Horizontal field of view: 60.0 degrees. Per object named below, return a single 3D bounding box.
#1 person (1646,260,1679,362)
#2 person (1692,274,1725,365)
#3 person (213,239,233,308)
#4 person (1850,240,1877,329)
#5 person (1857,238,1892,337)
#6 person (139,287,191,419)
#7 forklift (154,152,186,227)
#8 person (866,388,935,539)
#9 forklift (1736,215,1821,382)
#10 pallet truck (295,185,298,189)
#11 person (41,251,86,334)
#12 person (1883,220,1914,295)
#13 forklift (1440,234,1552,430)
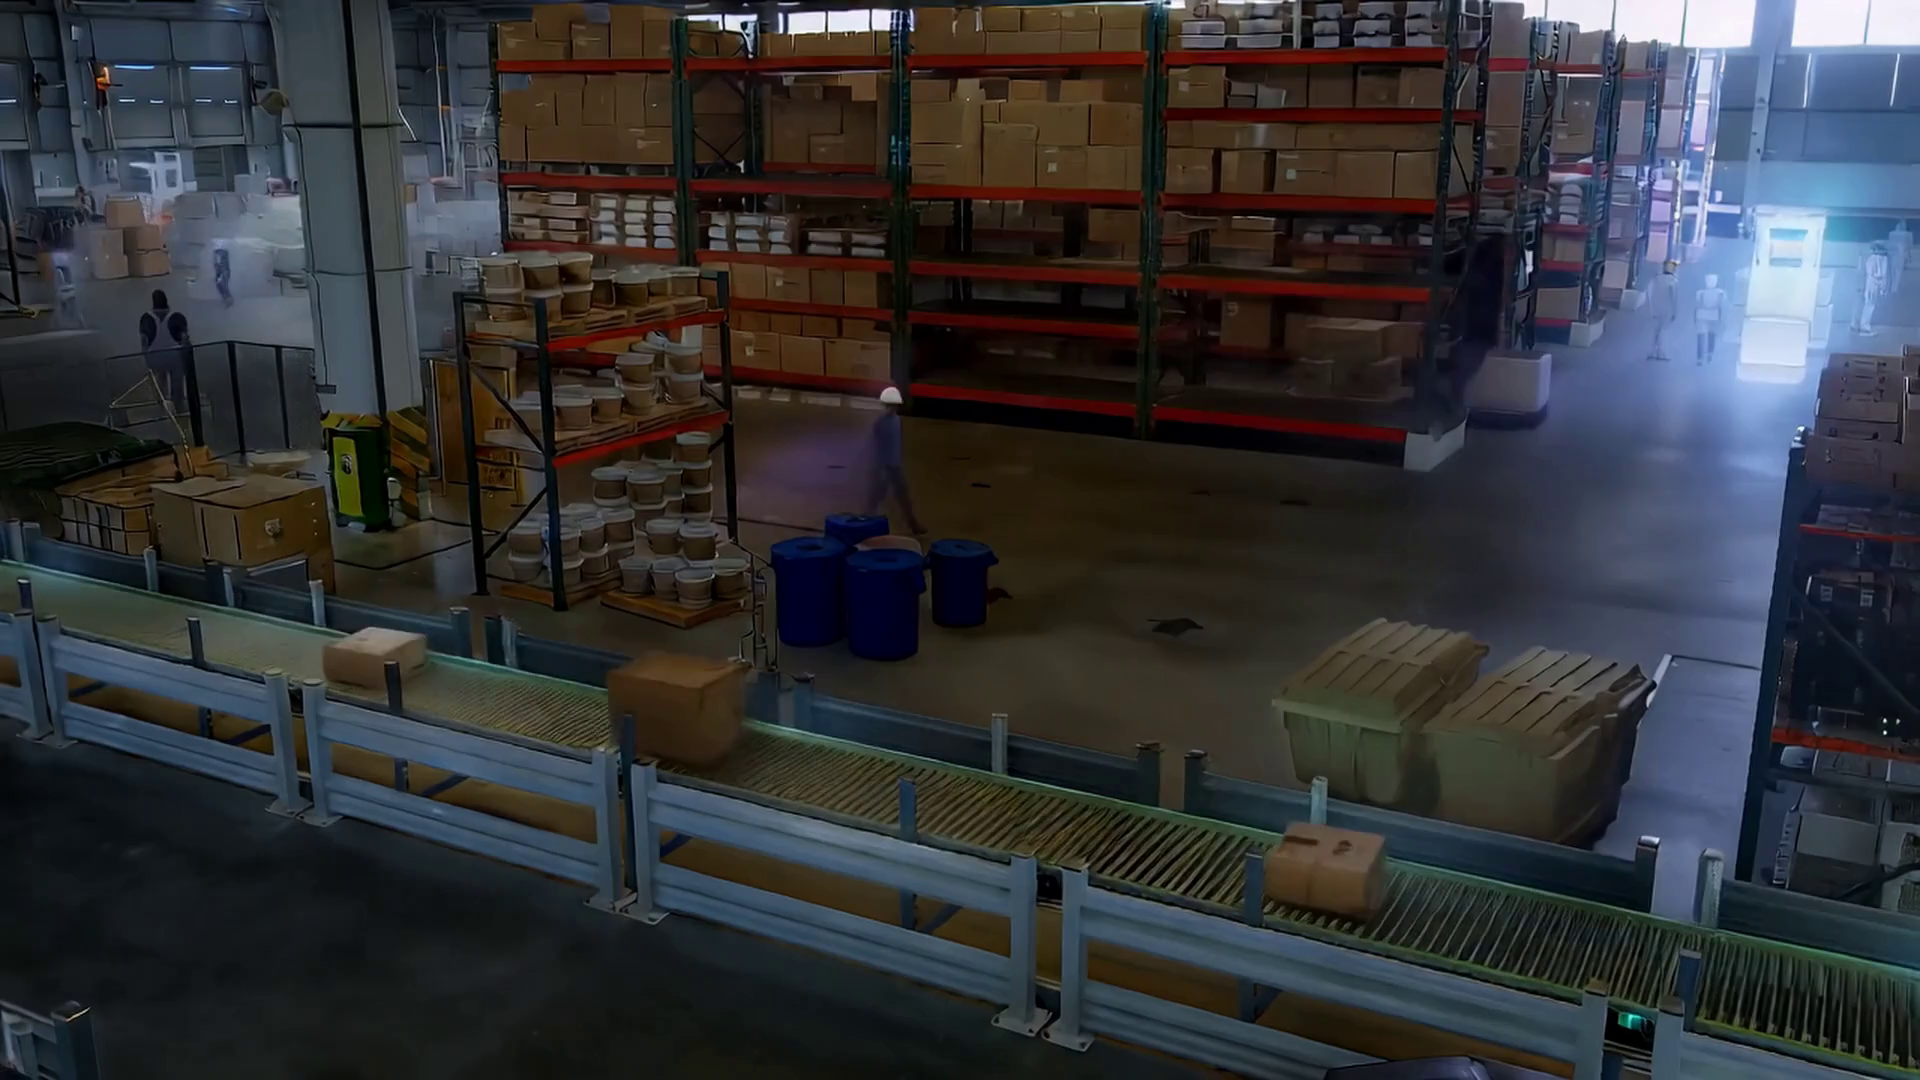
[{"bbox_3d":[13.183,-4.289,31.112,0.399,1.900,0.643,-5,16,-19],"label":"person"},{"bbox_3d":[13.852,-4.101,30.843,0.535,1.660,0.721,5,16,19],"label":"person"},{"bbox_3d":[-17.240,-6.223,38.883,0.381,1.624,0.538,5,16,16],"label":"person"},{"bbox_3d":[19.336,-5.442,35.438,0.660,1.902,0.403,-13,19,-39],"label":"person"},{"bbox_3d":[18.927,-5.222,34.368,0.601,2.036,0.409,-12,19,-39],"label":"person"},{"bbox_3d":[-12.120,-2.862,25.468,0.679,2.000,0.542,-5,16,-16],"label":"person"},{"bbox_3d":[-29.681,-13.185,62.665,1.873,2.768,1.129,8,17,28],"label":"forklift"},{"bbox_3d":[-0.712,-0.818,18.359,0.885,1.722,0.550,9,17,30],"label":"person"},{"bbox_3d":[14.460,-4.302,29.273,1.129,2.768,1.873,8,17,27],"label":"forklift"},{"bbox_3d":[-26.804,-14.617,69.738,1.885,1.965,0.823,-14,20,-42],"label":"pallet truck"},{"bbox_3d":[-18.109,-4.891,33.492,0.980,1.829,0.600,2,15,7],"label":"person"},{"bbox_3d":[23.509,-7.085,41.699,0.657,1.854,1.001,8,17,28],"label":"person"},{"bbox_3d":[7.902,-3.168,25.008,1.873,2.768,1.129,8,17,28],"label":"forklift"}]
